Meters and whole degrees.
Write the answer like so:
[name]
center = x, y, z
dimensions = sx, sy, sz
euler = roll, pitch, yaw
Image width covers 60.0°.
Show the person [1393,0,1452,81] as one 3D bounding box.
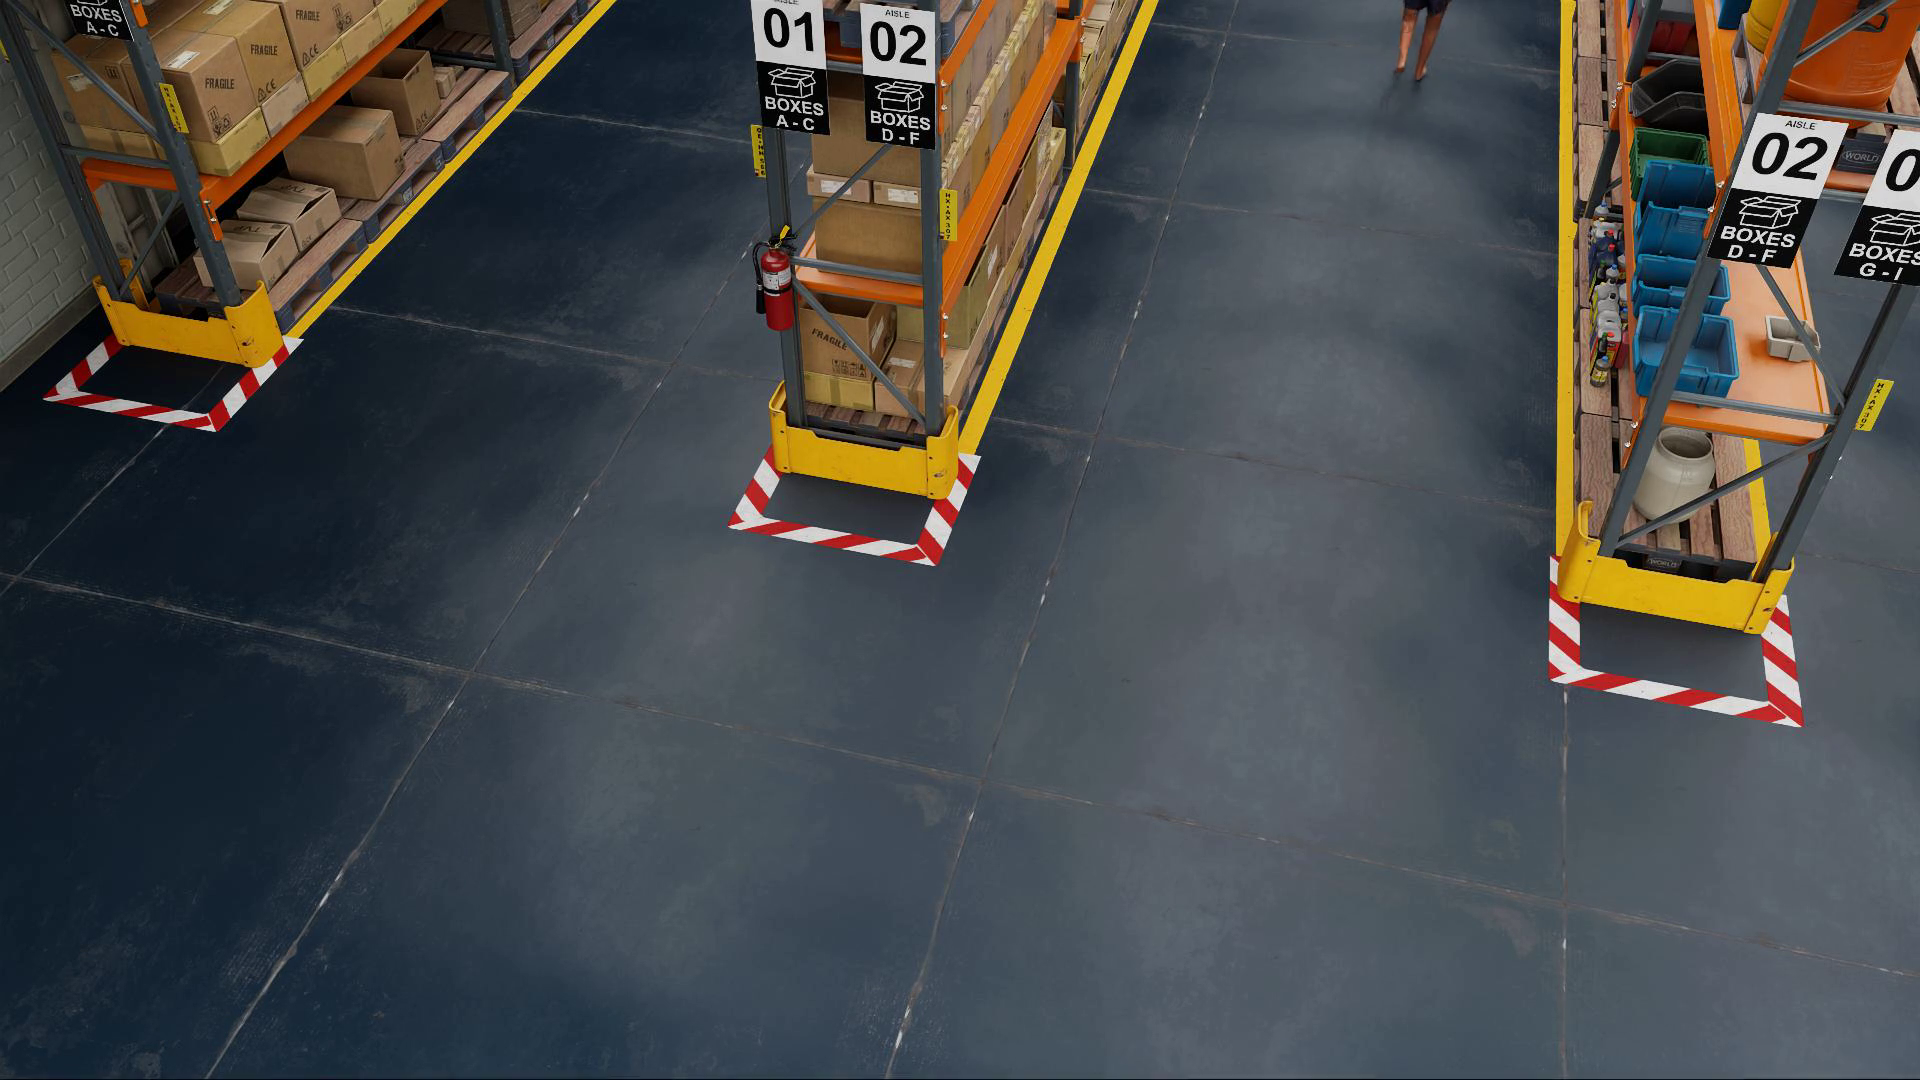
[person]
center = 3.930, -4.597, 13.987
dimensions = 0.621, 1.609, 0.691
euler = 17, 46, 18
